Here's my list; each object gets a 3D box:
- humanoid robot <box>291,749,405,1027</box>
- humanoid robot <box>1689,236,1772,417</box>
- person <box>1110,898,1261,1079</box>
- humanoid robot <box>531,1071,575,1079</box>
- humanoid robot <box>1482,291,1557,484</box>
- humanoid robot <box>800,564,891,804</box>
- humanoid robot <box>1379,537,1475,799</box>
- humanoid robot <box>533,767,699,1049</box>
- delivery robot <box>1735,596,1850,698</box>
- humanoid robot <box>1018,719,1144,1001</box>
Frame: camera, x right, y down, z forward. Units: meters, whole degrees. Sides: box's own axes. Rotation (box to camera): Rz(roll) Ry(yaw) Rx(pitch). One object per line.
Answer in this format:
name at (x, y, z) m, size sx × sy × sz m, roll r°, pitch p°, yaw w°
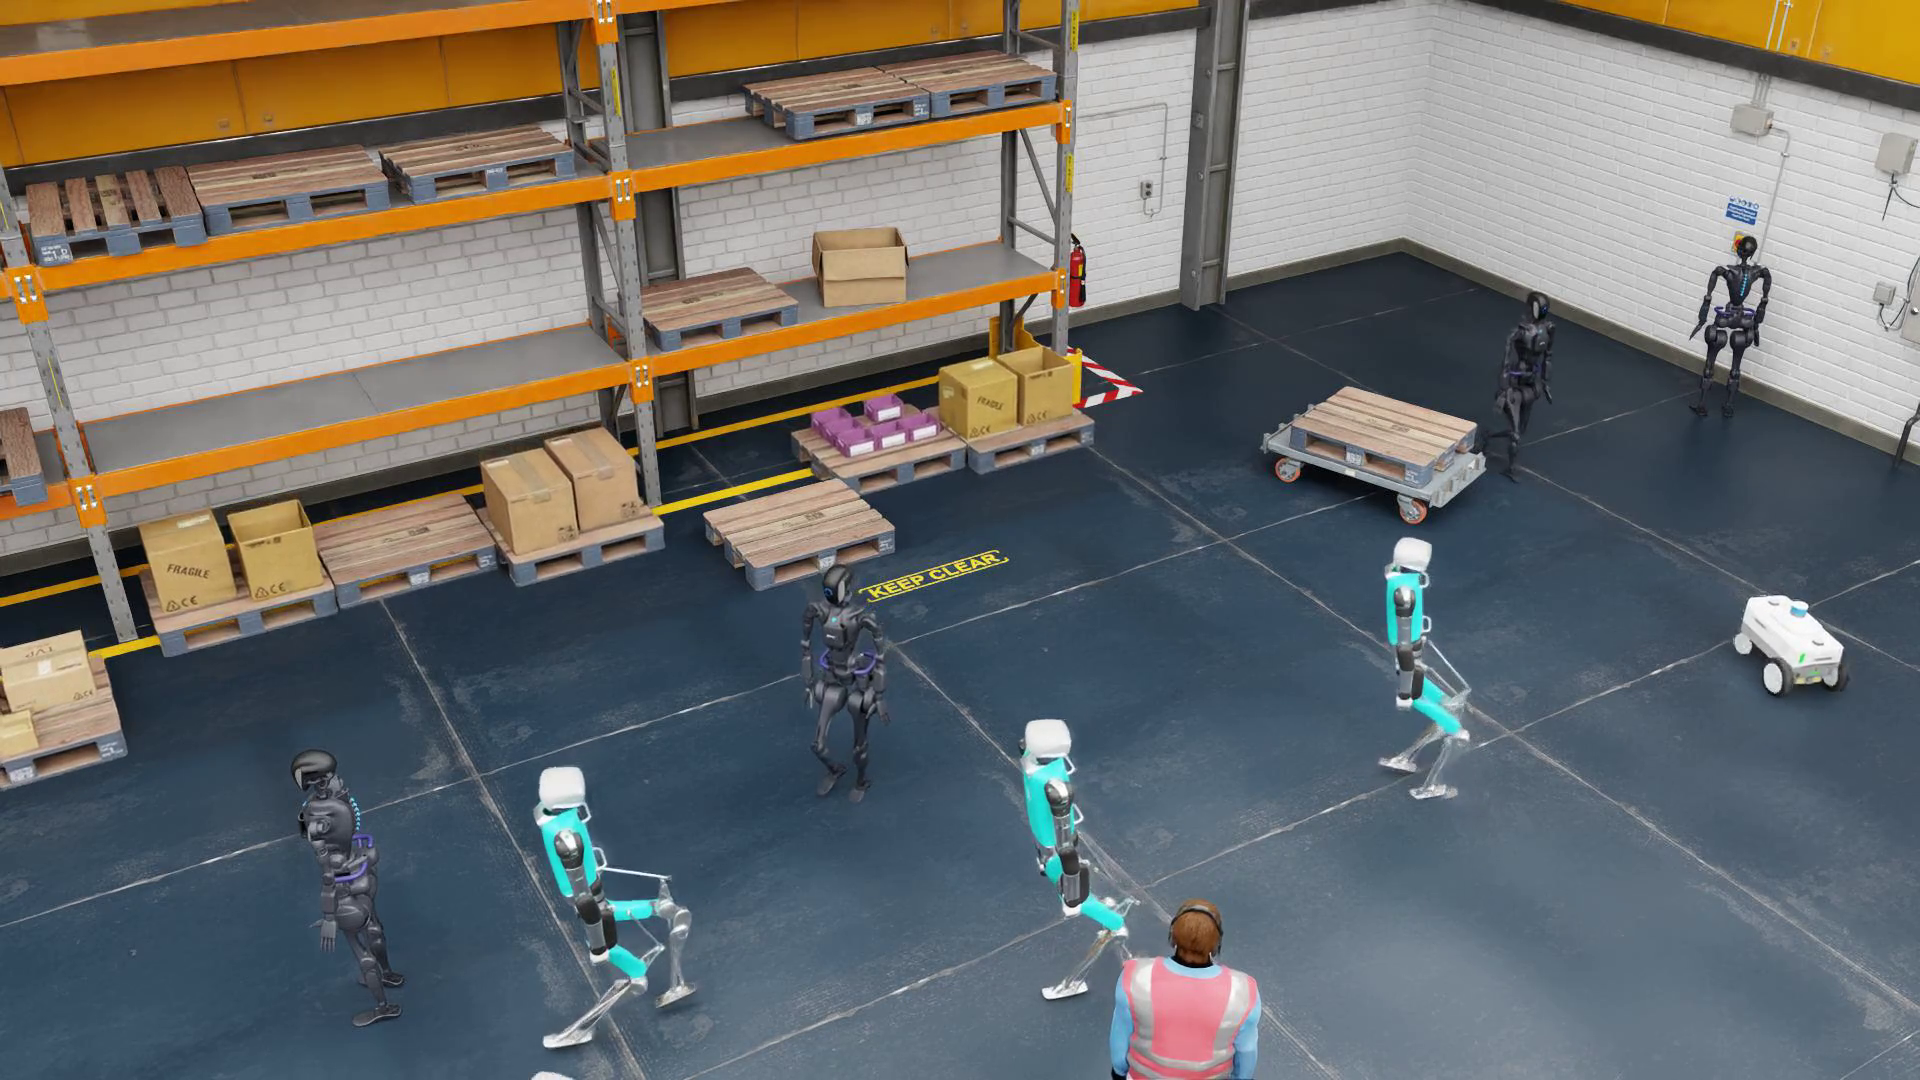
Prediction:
humanoid robot at (-3.116, 1.748, 8.434) m, size 0.315 × 1.657 × 0.599 m, roll -4°, pitch 30°, yaw -7°
humanoid robot at (6.901, -1.919, 14.926) m, size 0.599 × 1.657 × 0.315 m, roll 5°, pitch 30°, yaw 8°
person at (0.968, 2.320, 7.284) m, size 0.633 × 1.832 × 0.429 m, roll 4°, pitch 30°, yaw 7°
humanoid robot at (-1.577, 2.924, 6.322) m, size 0.542 × 1.741 × 0.983 m, roll 5°, pitch 30°, yaw 8°
humanoid robot at (4.638, -1.327, 13.911) m, size 0.583 × 1.627 × 0.642 m, roll -15°, pitch 33°, yaw -25°
humanoid robot at (-0.675, 0.880, 9.987) m, size 0.600 × 1.651 × 0.387 m, roll 10°, pitch 31°, yaw 18°
humanoid robot at (2.876, 0.817, 10.020) m, size 0.784 × 1.778 × 0.546 m, roll 7°, pitch 30°, yaw 11°
humanoid robot at (-1.638, 1.816, 8.310) m, size 1.027 × 1.764 × 0.541 m, roll -12°, pitch 32°, yaw -20°
delivery robot at (5.711, 0.697, 11.436) m, size 0.499 × 0.581 × 0.774 m, roll -4°, pitch 30°, yaw -8°
humanoid robot at (0.708, 1.697, 8.579) m, size 0.832 × 1.873 × 0.546 m, roll -8°, pitch 31°, yaw -14°
